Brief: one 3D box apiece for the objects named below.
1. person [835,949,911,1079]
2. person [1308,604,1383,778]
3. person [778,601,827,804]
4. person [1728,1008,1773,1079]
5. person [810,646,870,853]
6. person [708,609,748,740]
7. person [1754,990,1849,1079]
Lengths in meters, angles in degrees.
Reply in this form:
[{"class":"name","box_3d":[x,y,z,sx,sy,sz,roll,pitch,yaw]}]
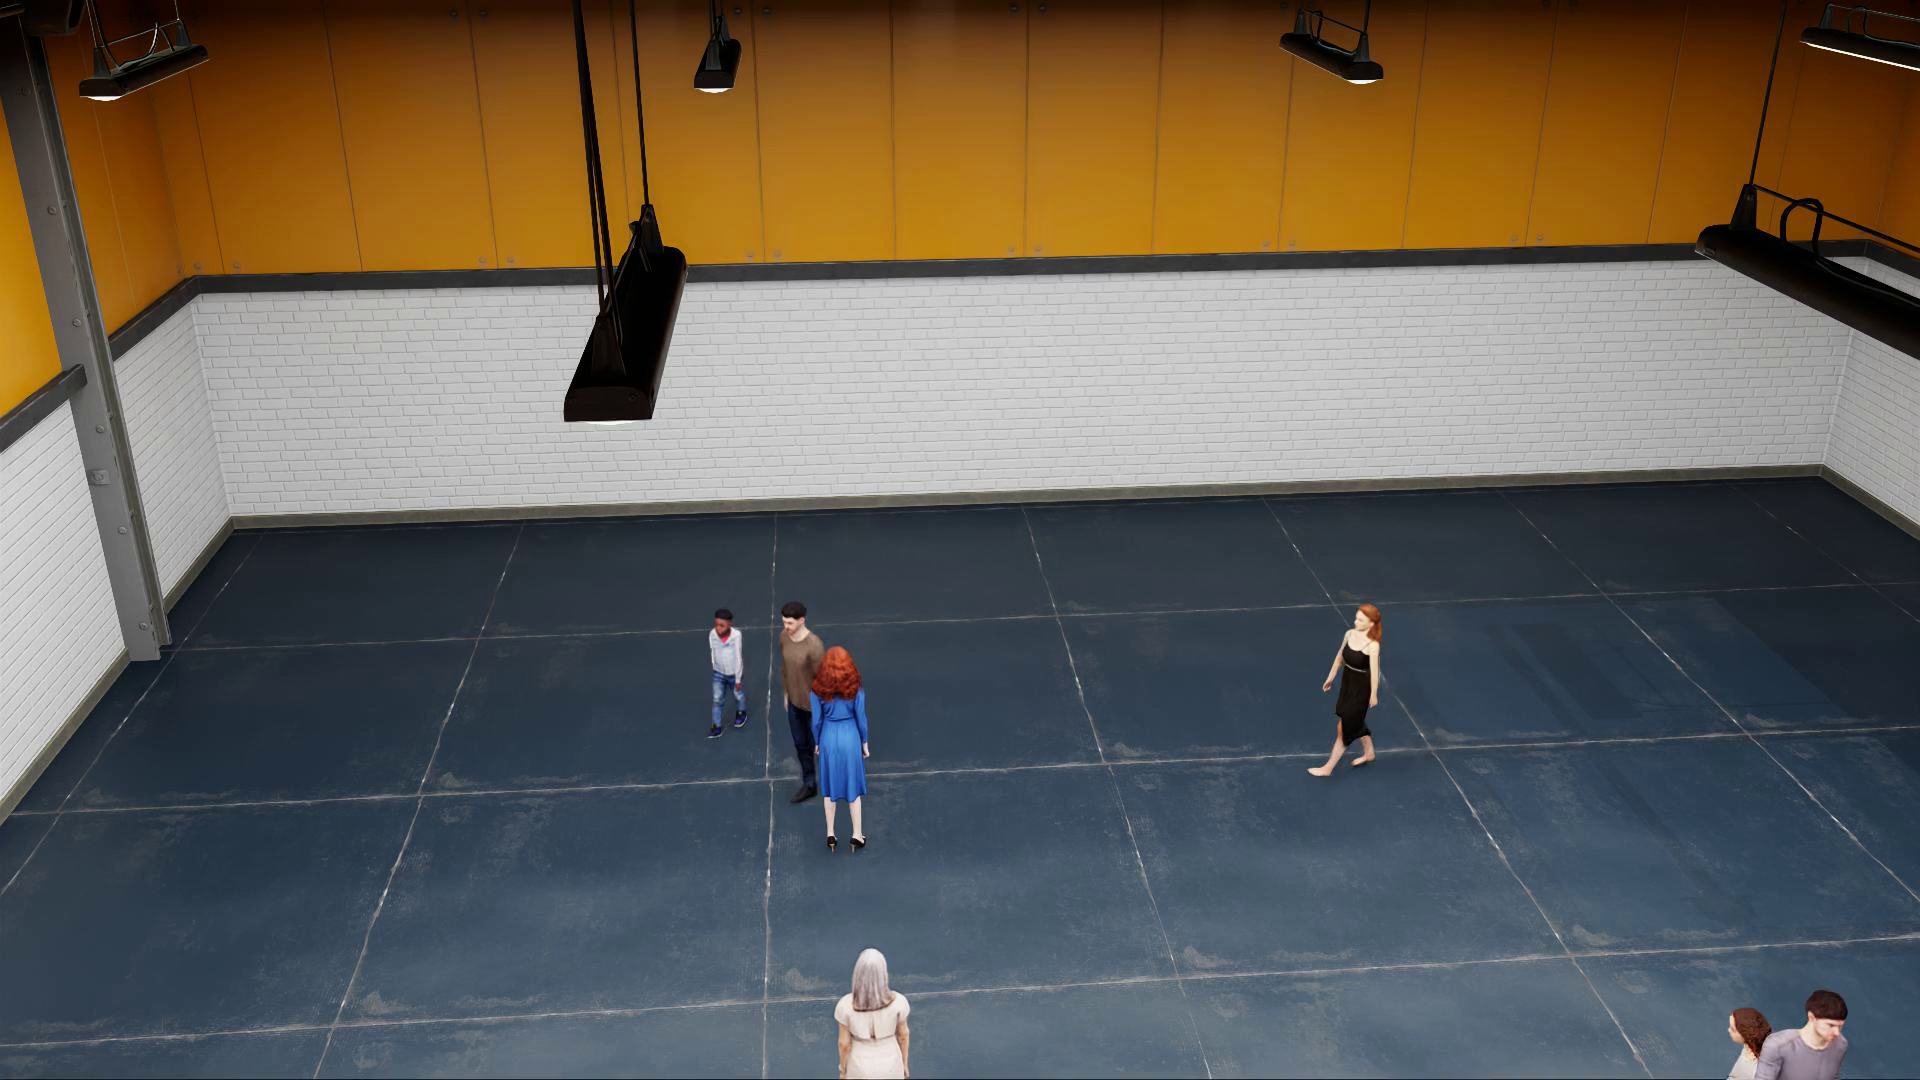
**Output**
[{"class":"person","box_3d":[-0.506,3.188,9.952,0.600,1.736,0.550,-3,24,-7]},{"class":"person","box_3d":[3.531,1.289,14.475,0.797,1.593,0.974,-8,25,-17]},{"class":"person","box_3d":[-1.245,1.320,14.061,0.968,1.866,1.029,17,29,34]},{"class":"person","box_3d":[4.720,3.430,9.760,0.817,1.445,0.845,6,24,12]},{"class":"person","box_3d":[-0.957,1.685,13.276,0.656,1.828,0.630,3,24,6]},{"class":"person","box_3d":[-2.084,1.167,15.207,0.629,1.229,0.877,4,24,10]},{"class":"person","box_3d":[4.709,3.309,9.555,0.687,1.832,0.955,-2,24,-5]}]
